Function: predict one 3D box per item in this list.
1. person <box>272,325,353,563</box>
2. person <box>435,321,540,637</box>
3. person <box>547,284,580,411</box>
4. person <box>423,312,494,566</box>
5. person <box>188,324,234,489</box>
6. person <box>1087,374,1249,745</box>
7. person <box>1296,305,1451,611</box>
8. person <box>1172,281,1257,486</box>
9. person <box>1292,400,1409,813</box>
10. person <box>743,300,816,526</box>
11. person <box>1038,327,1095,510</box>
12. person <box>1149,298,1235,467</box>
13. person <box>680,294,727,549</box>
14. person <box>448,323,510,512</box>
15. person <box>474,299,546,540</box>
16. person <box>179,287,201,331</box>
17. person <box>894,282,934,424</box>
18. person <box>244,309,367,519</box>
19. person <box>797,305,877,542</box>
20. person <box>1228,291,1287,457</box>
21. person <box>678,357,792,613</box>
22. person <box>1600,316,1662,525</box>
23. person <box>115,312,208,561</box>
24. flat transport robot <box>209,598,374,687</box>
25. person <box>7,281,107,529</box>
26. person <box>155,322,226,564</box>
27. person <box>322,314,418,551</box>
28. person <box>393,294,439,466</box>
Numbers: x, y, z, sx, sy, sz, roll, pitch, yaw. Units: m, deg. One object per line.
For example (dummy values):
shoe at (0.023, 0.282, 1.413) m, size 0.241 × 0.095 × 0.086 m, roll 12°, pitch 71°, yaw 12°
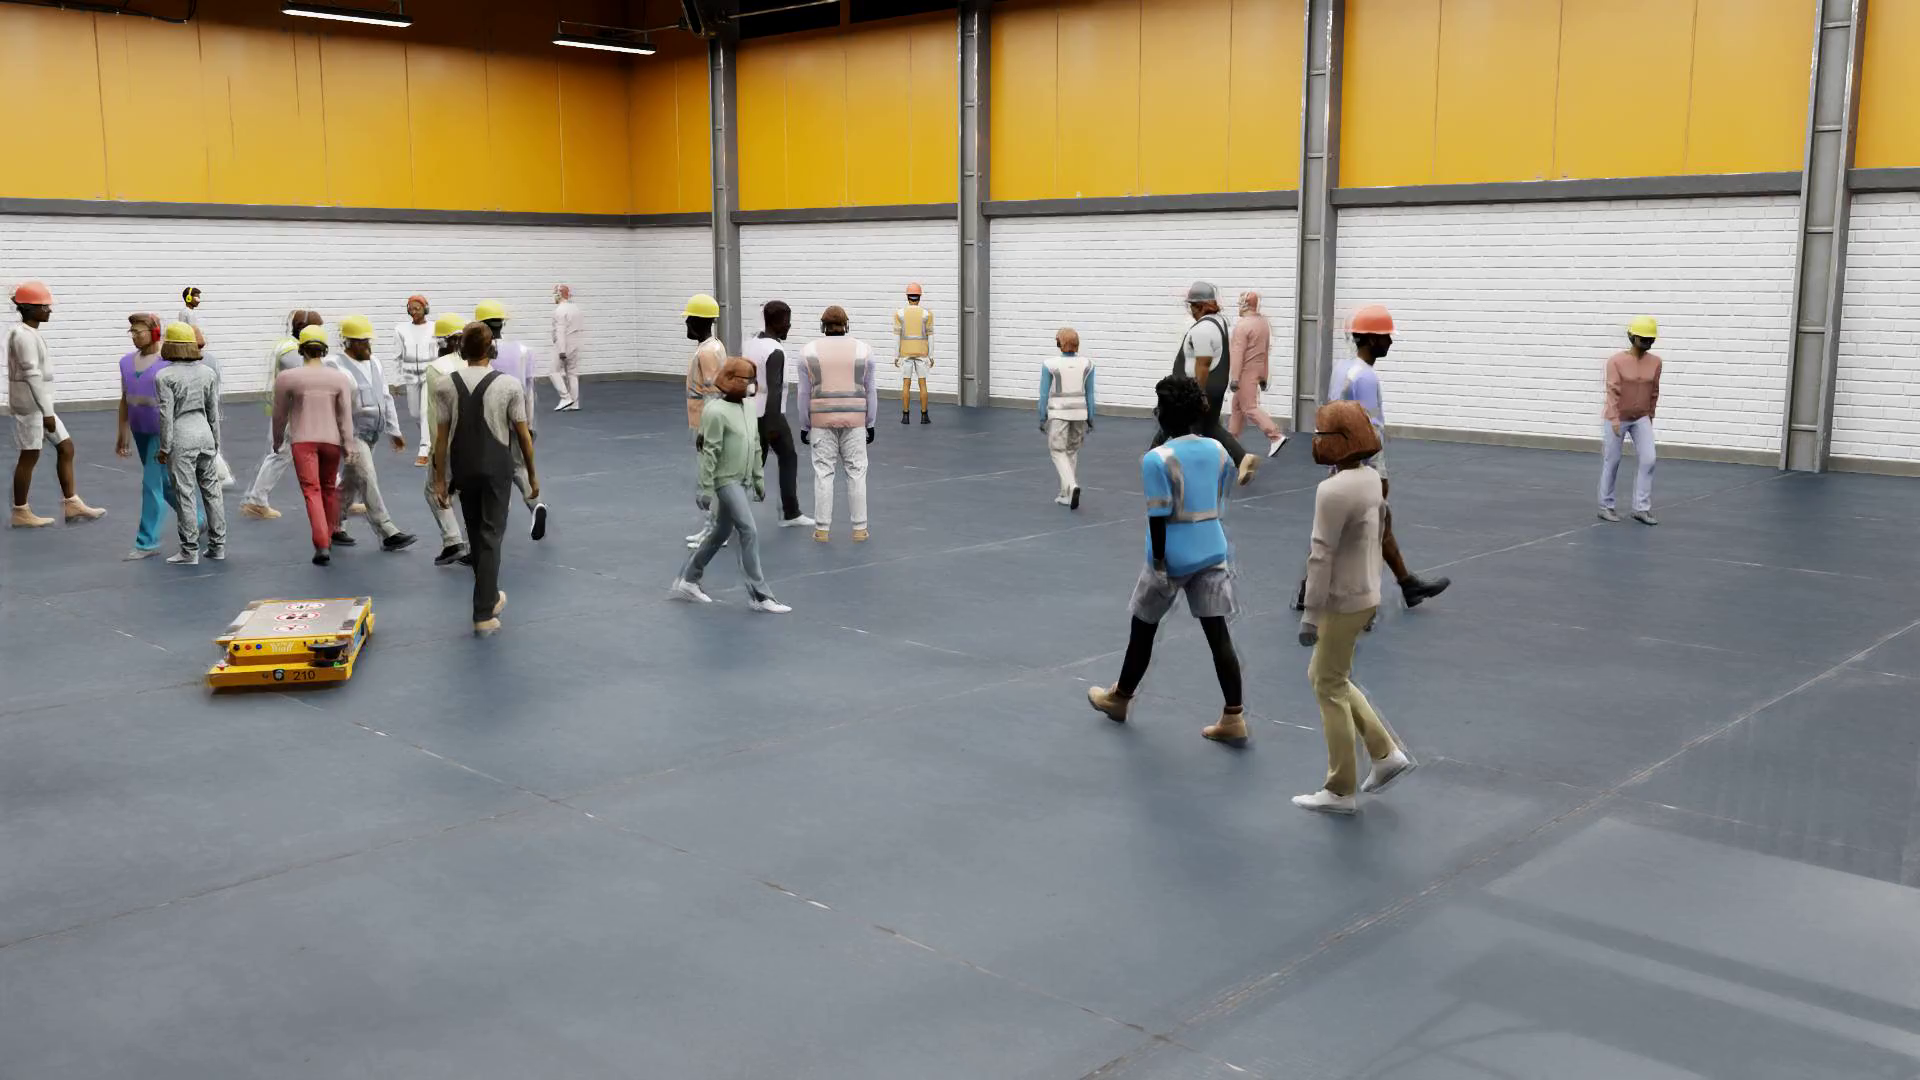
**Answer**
person at (-4.713, -0.711, 12.173) m, size 0.526 × 1.716 × 0.934 m, roll -7°, pitch 11°, yaw -35°
person at (-2.773, -0.374, 9.810) m, size 0.526 × 1.807 × 0.817 m, roll 1°, pitch 9°, yaw 3°
person at (-5.916, -2.864, 24.834) m, size 0.442 × 1.887 × 0.647 m, roll 3°, pitch 10°, yaw 16°
person at (-3.543, -0.693, 11.767) m, size 0.442 × 1.816 × 0.611 m, roll 6°, pitch 11°, yaw 33°
person at (-7.327, -1.272, 15.977) m, size 0.832 × 1.593 × 0.510 m, roll 3°, pitch 10°, yaw 18°
person at (0.988, 0.074, 7.544) m, size 0.538 × 1.648 × 0.883 m, roll -7°, pitch 11°, yaw -35°
person at (2.549, -0.478, 10.182) m, size 0.984 × 1.890 × 0.571 m, roll 1°, pitch 9°, yaw 7°
person at (2.409, -1.488, 15.933) m, size 0.790 × 2.000 × 0.689 m, roll 5°, pitch 11°, yaw 30°
person at (1.488, 0.267, 6.471) m, size 0.373 × 1.622 × 0.506 m, roll 5°, pitch 11°, yaw 29°
person at (-1.611, -1.012, 13.524) m, size 0.881 × 1.881 × 0.599 m, roll -5°, pitch 10°, yaw -27°
person at (0.961, -1.070, 14.676) m, size 0.521 × 1.618 × 0.709 m, roll -3°, pitch 10°, yaw -18°
person at (2.481, -1.734, 17.767) m, size 1.037 × 1.948 × 0.614 m, roll 3°, pitch 10°, yaw 20°
person at (-1.933, -0.899, 12.659) m, size 0.355 × 1.930 × 0.587 m, roll -1°, pitch 9°, yaw -9°
person at (-4.240, -1.053, 14.461) m, size 0.940 × 1.637 × 0.550 m, roll 8°, pitch 12°, yaw 40°
person at (-3.512, -0.906, 12.859) m, size 0.593 × 1.894 × 0.790 m, roll -9°, pitch 13°, yaw -42°
person at (-10.868, -2.643, 23.561) m, size 0.336 × 1.865 × 0.521 m, roll -7°, pitch 11°, yaw -35°
person at (-0.627, -2.549, 22.762) m, size 0.553 × 1.933 × 0.370 m, roll 0°, pitch 9°, yaw 0°
person at (-5.617, -1.056, 14.097) m, size 0.996 × 1.785 × 0.645 m, roll -1°, pitch 9°, yaw -8°
person at (-0.955, -0.898, 12.946) m, size 0.624 × 1.840 × 0.429 m, roll -1°, pitch 9°, yaw -8°
person at (3.311, -1.880, 18.850) m, size 0.914 × 1.876 × 0.647 m, roll 6°, pitch 11°, yaw 33°
person at (-1.445, -0.355, 10.389) m, size 0.854 × 1.588 × 0.502 m, roll 4°, pitch 10°, yaw 21°
person at (5.574, -0.981, 13.786) m, size 0.531 × 1.733 × 0.671 m, roll -1°, pitch 9°, yaw -7°
person at (-5.976, -0.793, 12.420) m, size 0.568 × 1.819 × 0.910 m, roll 4°, pitch 10°, yaw 23°
flat transport robot at (-3.590, 0.523, 9.015) m, size 0.652 × 0.197 × 1.431 m, roll -2°, pitch 10°, yaw -14°
person at (-7.435, -1.100, 13.636) m, size 0.839 × 2.011 × 0.630 m, roll -4°, pitch 10°, yaw -23°
person at (-5.567, -0.696, 11.991) m, size 0.295 × 1.743 × 0.493 m, roll 5°, pitch 10°, yaw 27°
person at (-4.522, -0.807, 12.569) m, size 0.881 × 1.780 × 0.596 m, roll 3°, pitch 10°, yaw 17°
person at (-5.868, -1.757, 18.165) m, size 0.585 × 1.856 × 0.874 m, roll 0°, pitch 9°, yaw 0°
